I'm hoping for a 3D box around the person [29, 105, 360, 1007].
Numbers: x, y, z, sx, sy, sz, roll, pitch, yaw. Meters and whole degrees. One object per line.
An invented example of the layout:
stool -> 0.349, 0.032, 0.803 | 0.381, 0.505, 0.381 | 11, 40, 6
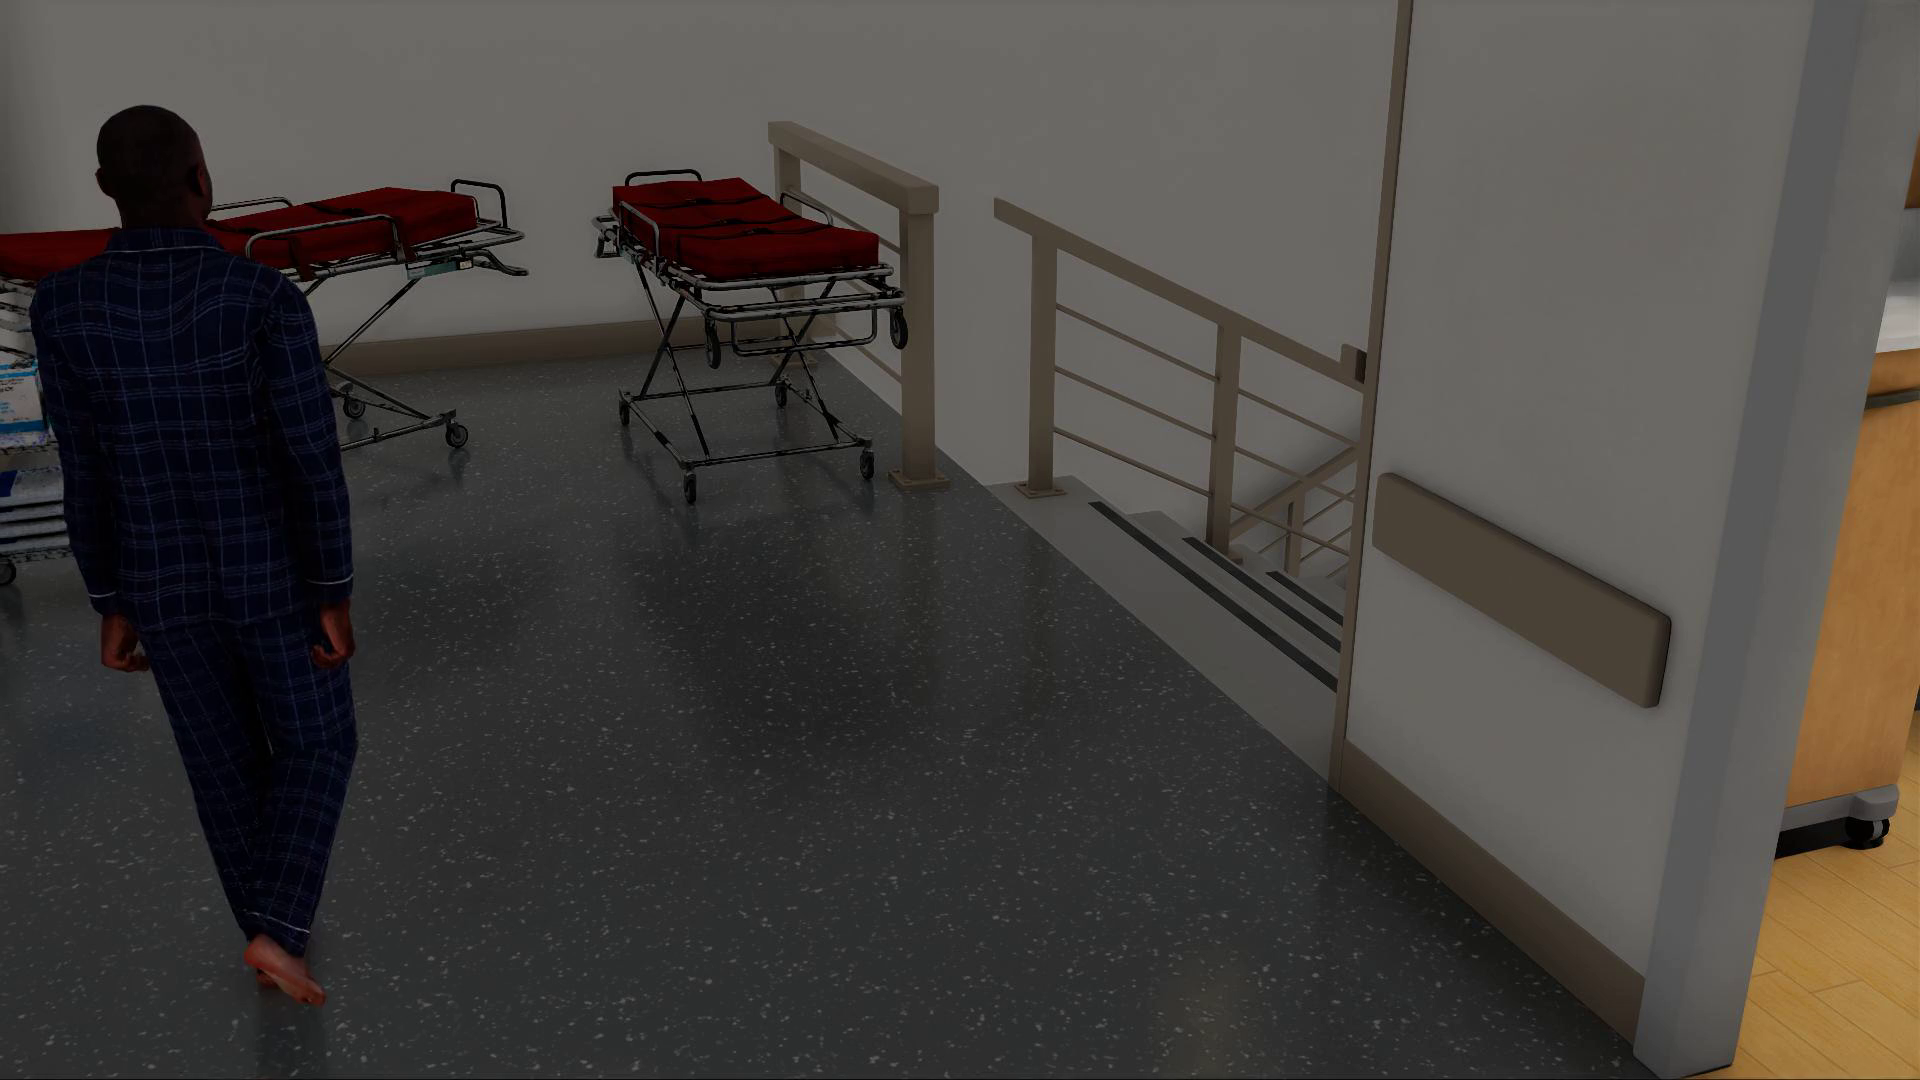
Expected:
person -> -1.415, 0.125, 3.145 | 0.751, 1.801, 0.878 | -4, 21, -10
